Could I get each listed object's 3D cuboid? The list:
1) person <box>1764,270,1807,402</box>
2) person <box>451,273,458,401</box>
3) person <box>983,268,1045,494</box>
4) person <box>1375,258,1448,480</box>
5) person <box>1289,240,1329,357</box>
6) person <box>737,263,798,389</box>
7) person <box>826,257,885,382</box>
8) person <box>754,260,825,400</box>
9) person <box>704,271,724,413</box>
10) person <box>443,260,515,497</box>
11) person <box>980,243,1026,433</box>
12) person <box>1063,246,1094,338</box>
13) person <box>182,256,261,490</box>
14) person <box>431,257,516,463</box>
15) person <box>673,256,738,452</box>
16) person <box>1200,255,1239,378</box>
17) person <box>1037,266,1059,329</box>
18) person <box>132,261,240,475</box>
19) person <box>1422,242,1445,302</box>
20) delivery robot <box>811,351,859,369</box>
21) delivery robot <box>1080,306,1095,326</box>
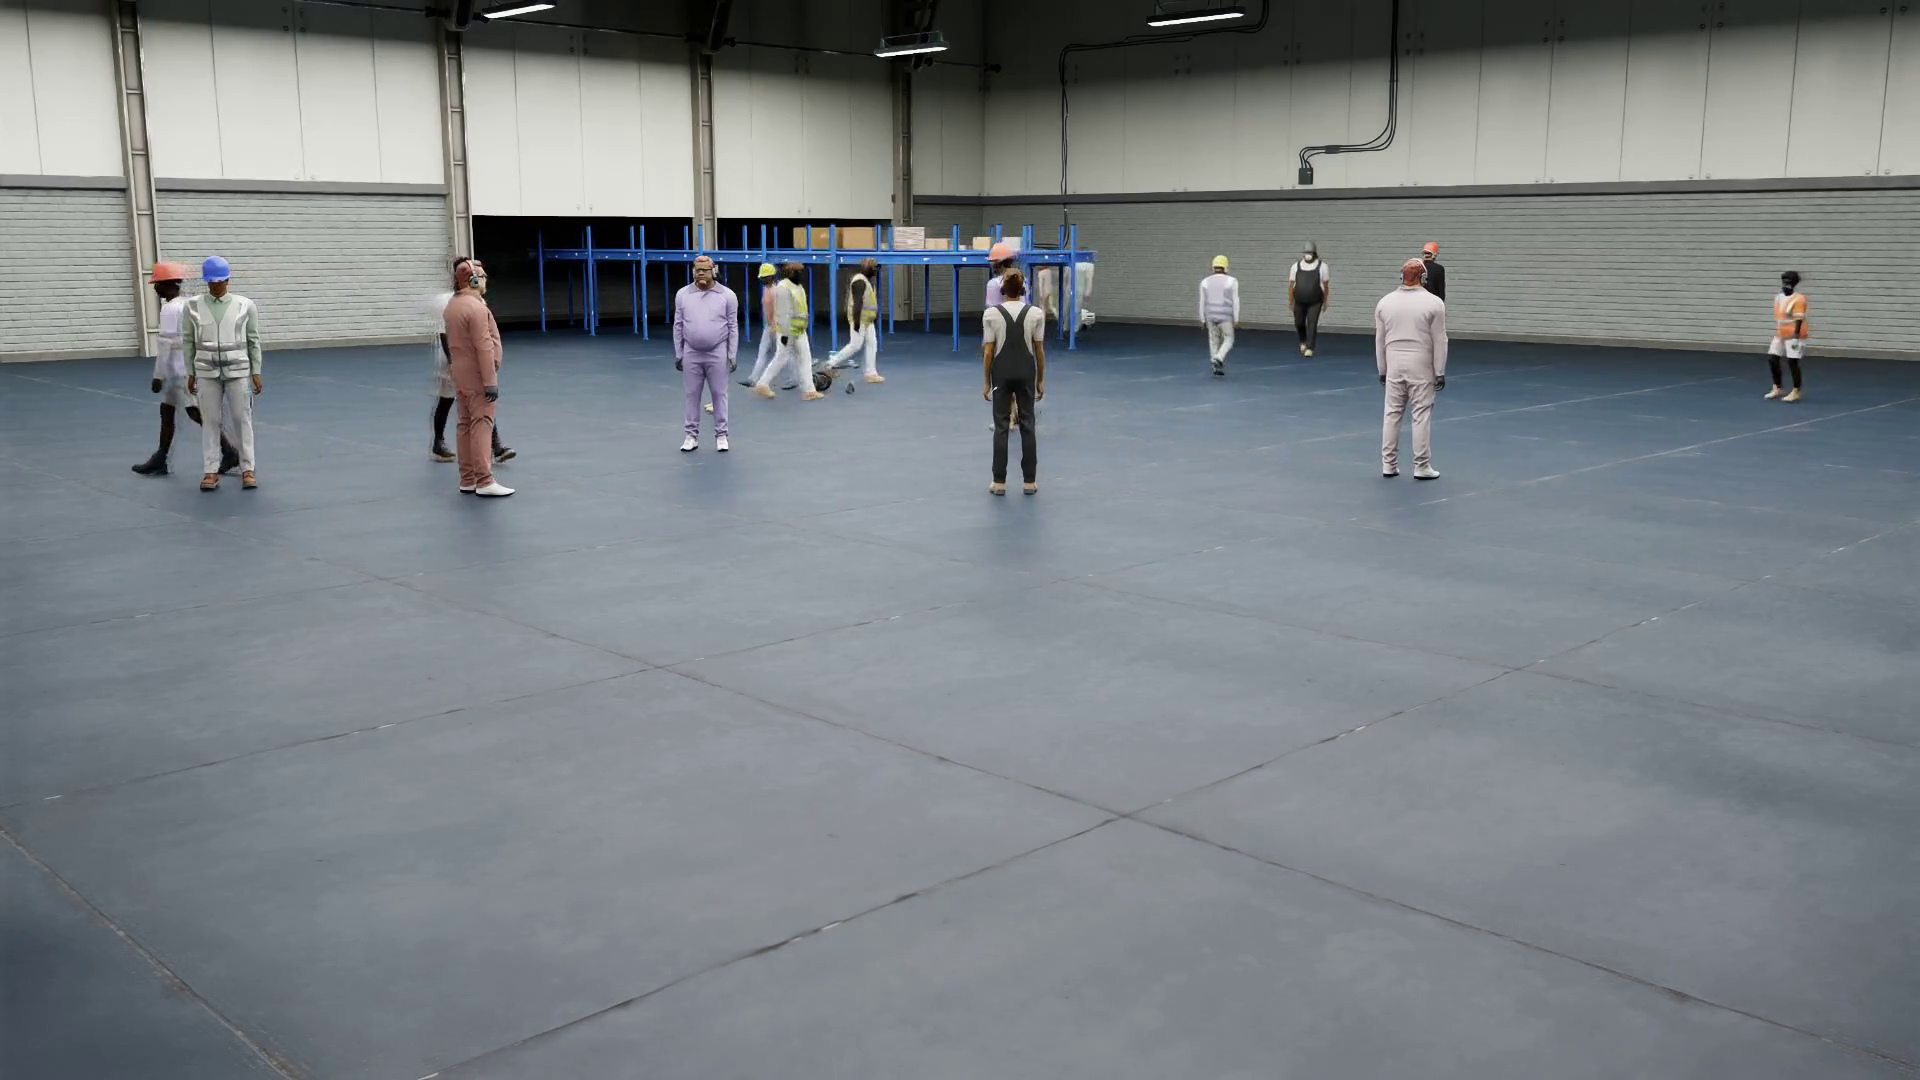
[{"bbox_3d":[10.530,-2.579,21.082,0.509,1.660,0.549,-3,11,-16],"label":"person"},{"bbox_3d":[-6.342,-2.606,21.370,0.342,1.629,0.553,7,13,34],"label":"person"},{"bbox_3d":[0.437,-1.302,13.660,0.508,1.846,0.345,-1,10,-5],"label":"person"},{"bbox_3d":[3.945,-1.491,14.512,0.643,1.913,0.410,8,13,38],"label":"person"},{"bbox_3d":[6.162,-4.262,29.386,0.680,2.000,0.784,4,11,20],"label":"person"},{"bbox_3d":[-2.627,-2.917,22.798,0.902,1.711,0.549,-6,12,-29],"label":"person"},{"bbox_3d":[-1.515,-3.182,24.045,0.801,1.805,0.646,3,11,14],"label":"person"},{"bbox_3d":[-2.237,-2.716,21.496,0.898,1.803,0.634,4,11,21],"label":"person"},{"bbox_3d":[-2.942,-2.387,19.976,0.318,1.699,0.535,-2,11,-10],"label":"person"},{"bbox_3d":[-3.930,-1.317,13.561,0.409,1.913,0.642,-9,13,-39],"label":"person"},{"bbox_3d":[0.448,-2.175,17.937,0.431,2.028,0.607,6,12,29],"label":"person"},{"bbox_3d":[2.439,-5.159,34.591,0.720,1.883,0.394,5,11,23],"label":"person"},{"bbox_3d":[-6.166,-1.396,13.922,0.602,1.938,0.400,-3,11,-17],"label":"person"},{"bbox_3d":[-4.617,-1.667,15.492,0.999,1.914,0.611,8,13,36],"label":"person"},{"bbox_3d":[-2.505,-1.828,16.360,0.636,1.911,0.405,0,10,1],"label":"person"},{"bbox_3d":[3.839,-3.304,24.635,0.611,1.821,0.490,6,12,30],"label":"person"},{"bbox_3d":[1.994,-5.578,37.625,0.552,1.598,0.685,-10,14,-44],"label":"person"},{"bbox_3d":[-6.868,-1.517,14.732,0.978,1.896,0.555,-2,11,-10],"label":"person"},{"bbox_3d":[7.795,-3.956,27.725,0.614,1.993,0.395,9,14,41],"label":"person"},{"bbox_3d":[-1.729,-2.452,22.606,0.698,0.223,0.335,2,11,13],"label":"delivery robot"},{"bbox_3d":[2.699,-4.974,37.069,0.477,0.478,0.707,-6,12,-30],"label":"delivery robot"}]
